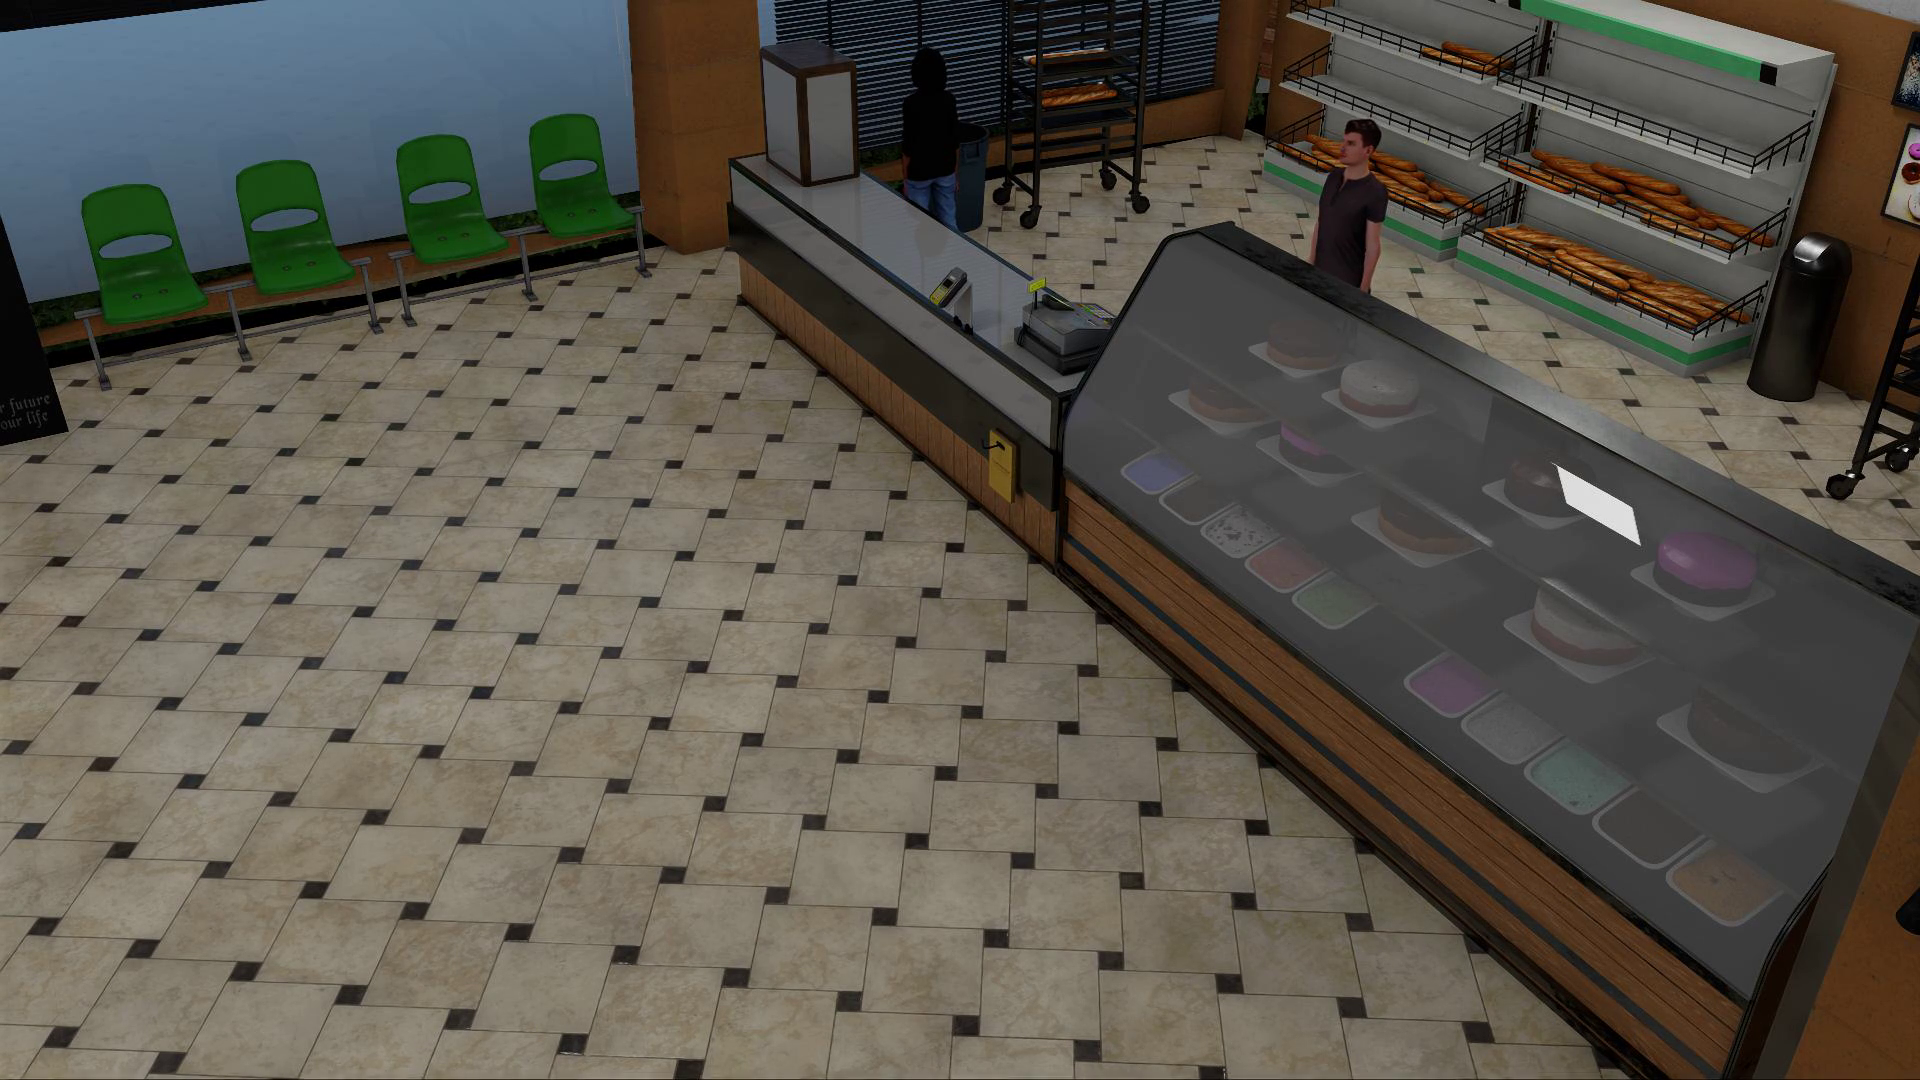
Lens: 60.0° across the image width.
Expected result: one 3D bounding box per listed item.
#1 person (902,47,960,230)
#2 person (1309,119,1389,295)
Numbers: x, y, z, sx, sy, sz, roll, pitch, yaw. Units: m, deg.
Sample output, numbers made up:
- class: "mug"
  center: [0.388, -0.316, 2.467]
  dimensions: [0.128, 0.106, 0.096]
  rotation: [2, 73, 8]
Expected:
- class: "person"
  center: [-0.197, -2.399, 10.991]
  dimensions: [0.529, 1.701, 0.670]
  rotation: [-11, 33, -17]
- class: "person"
  center: [2.143, -1.456, 9.332]
  dimensions: [0.525, 1.853, 0.638]
  rotation: [-17, 36, -25]
